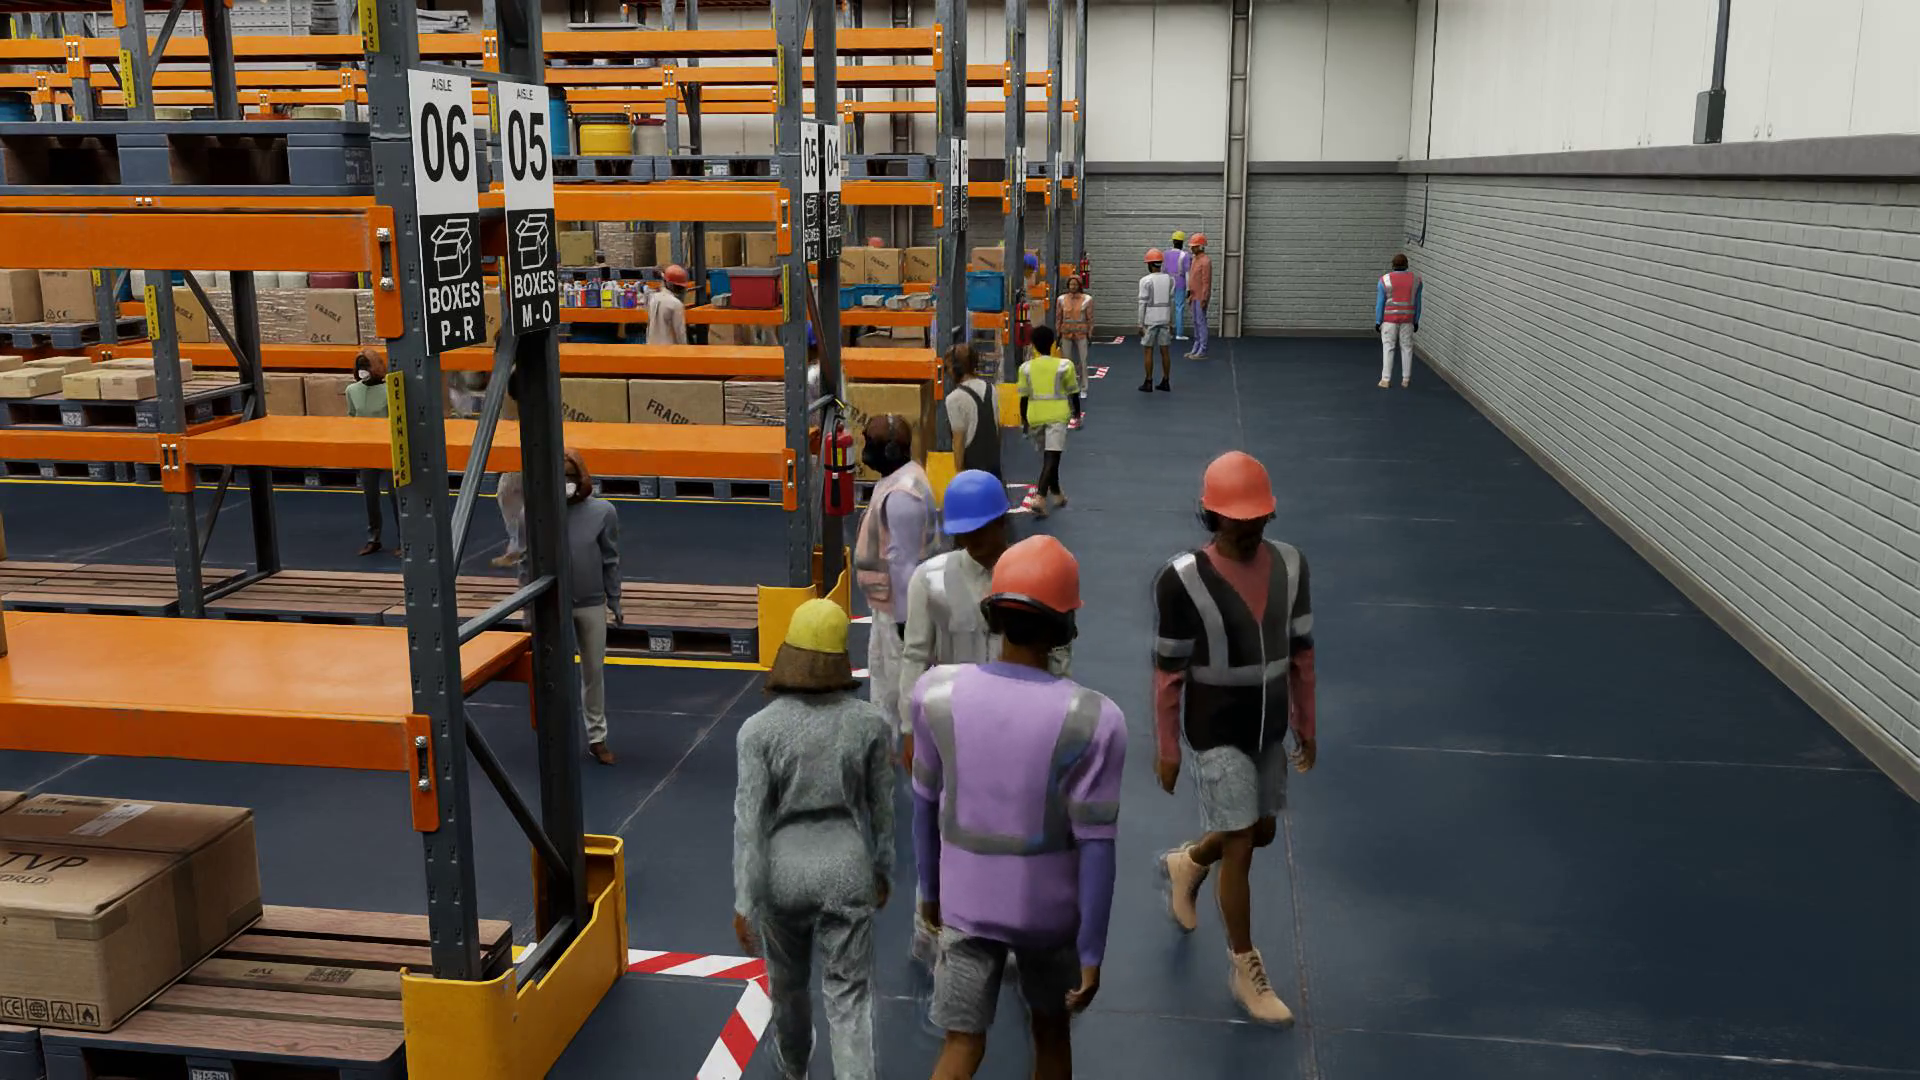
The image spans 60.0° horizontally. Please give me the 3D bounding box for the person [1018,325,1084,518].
[{"bbox_3d":[0.741,-1.040,14.445,0.534,1.652,0.870,6,14,26],"label":"person"}]

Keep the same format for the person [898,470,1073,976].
[{"bbox_3d":[0.091,0.680,6.110,0.647,1.920,0.433,1,13,3],"label":"person"}]

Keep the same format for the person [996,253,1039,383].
[{"bbox_3d":[0.864,-2.807,21.889,0.897,1.885,0.676,-1,13,-4],"label":"person"}]

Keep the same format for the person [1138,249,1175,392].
[{"bbox_3d":[2.634,-2.967,22.528,0.548,1.929,0.387,-5,14,-22],"label":"person"}]

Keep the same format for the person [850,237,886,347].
[{"bbox_3d":[-1.514,-3.783,26.175,0.761,1.943,0.497,-5,13,-21],"label":"person"}]

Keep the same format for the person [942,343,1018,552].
[{"bbox_3d":[0.151,-0.488,11.681,0.600,1.785,0.944,-11,17,-41],"label":"person"}]

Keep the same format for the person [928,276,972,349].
[{"bbox_3d":[-0.138,-1.763,17.118,0.541,1.912,0.566,11,16,40],"label":"person"}]

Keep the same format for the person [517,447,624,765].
[{"bbox_3d":[-1.926,0.342,8.258,0.507,1.631,0.270,-5,14,-22],"label":"person"}]

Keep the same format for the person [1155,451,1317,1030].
[{"bbox_3d":[0.968,0.650,6.012,0.620,2.018,0.874,-6,14,-26],"label":"person"}]

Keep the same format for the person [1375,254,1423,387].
[{"bbox_3d":[6.042,-3.024,22.987,0.624,1.840,0.430,0,12,-1],"label":"person"}]

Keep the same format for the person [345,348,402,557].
[{"bbox_3d":[-4.499,-0.672,12.860,0.497,1.627,0.287,3,13,13],"label":"person"}]

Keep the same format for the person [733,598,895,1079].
[{"bbox_3d":[-0.437,1.026,5.043,0.506,1.683,0.878,-3,13,-13],"label":"person"}]

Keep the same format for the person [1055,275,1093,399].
[{"bbox_3d":[1.500,-2.659,21.814,0.509,1.629,0.315,3,13,14],"label":"person"}]

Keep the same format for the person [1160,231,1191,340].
[{"bbox_3d":[3.833,-4.501,29.454,0.594,1.922,0.385,9,16,36],"label":"person"}]

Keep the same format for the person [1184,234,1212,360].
[{"bbox_3d":[3.790,-3.867,26.463,0.407,1.986,0.617,-2,13,-10],"label":"person"}]

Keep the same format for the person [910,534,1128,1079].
[{"bbox_3d":[0.115,1.005,4.425,0.622,2.014,0.916,4,13,16],"label":"person"}]

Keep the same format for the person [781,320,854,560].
[{"bbox_3d":[-1.063,-0.623,11.945,0.443,1.922,0.605,3,13,11],"label":"person"}]

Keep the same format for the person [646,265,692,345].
[{"bbox_3d":[-3.290,-2.055,18.386,0.570,1.944,0.693,-12,17,-43],"label":"person"}]
